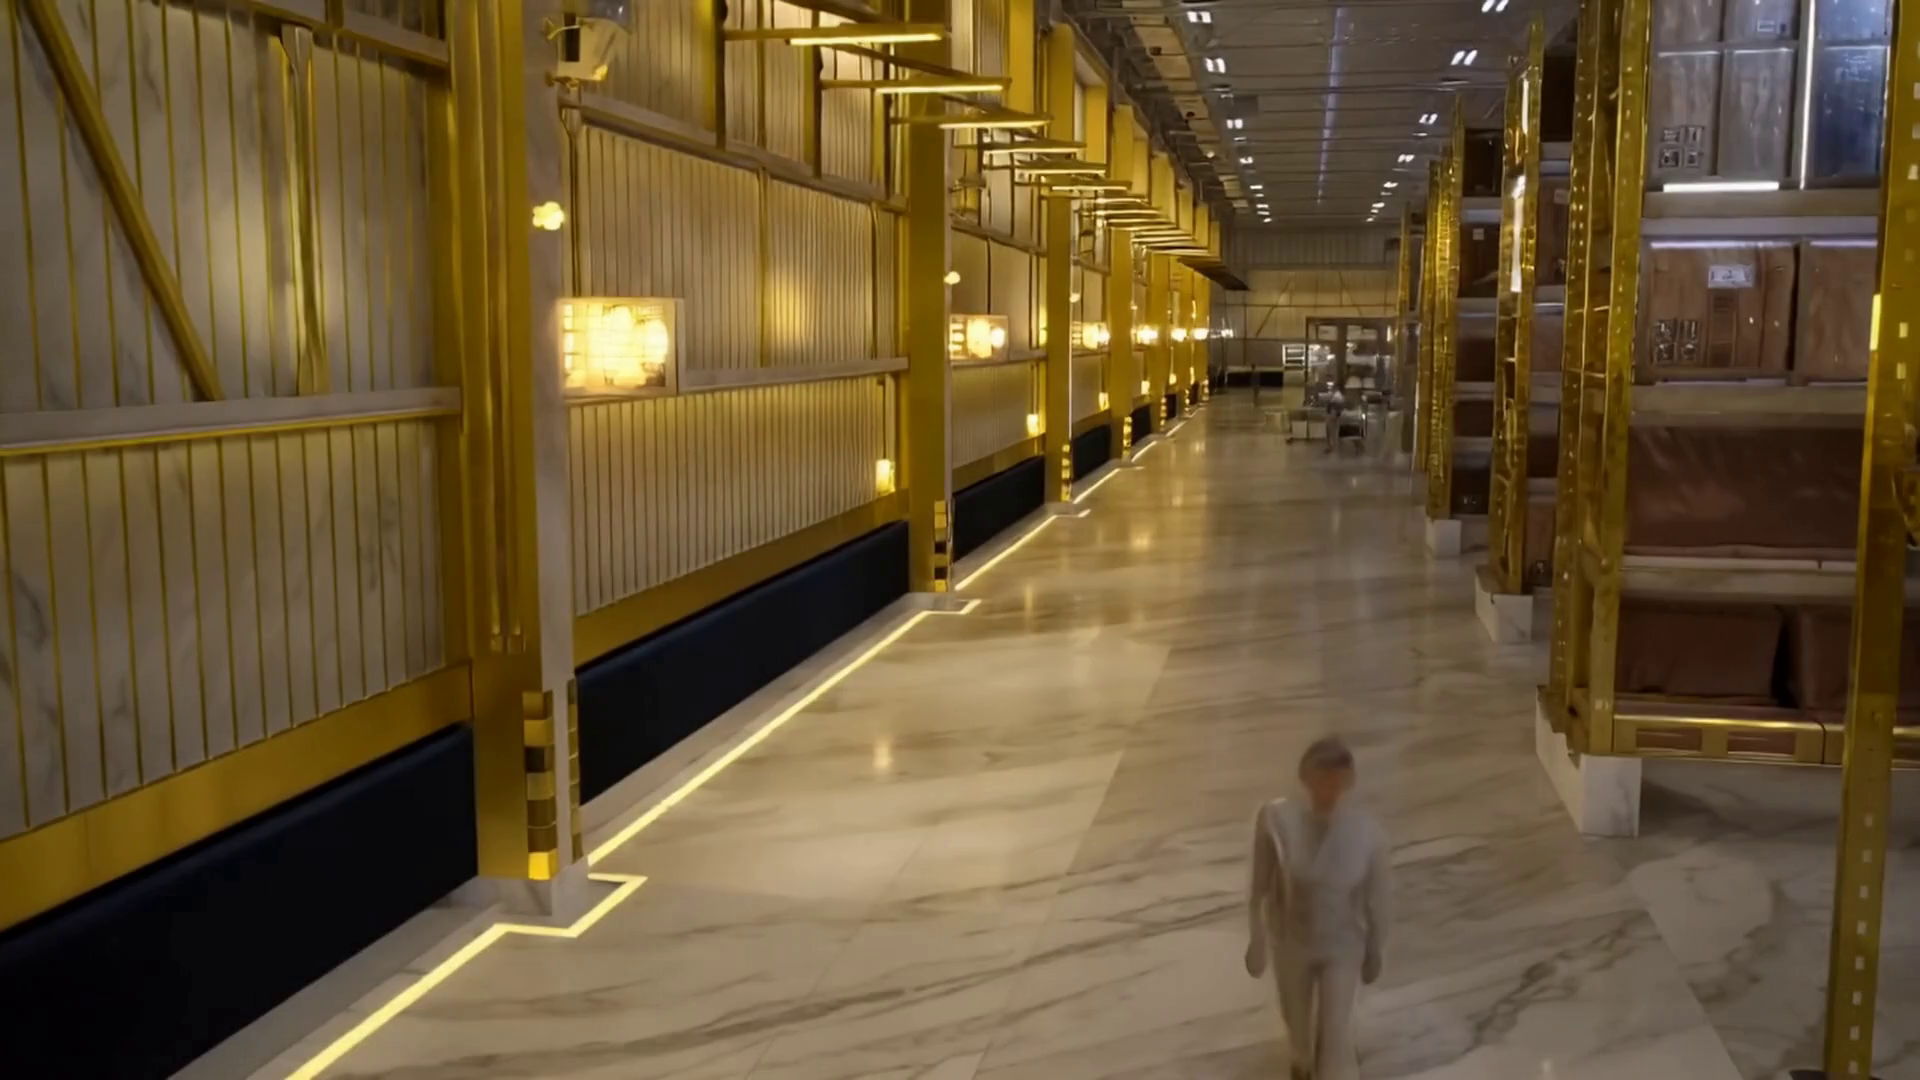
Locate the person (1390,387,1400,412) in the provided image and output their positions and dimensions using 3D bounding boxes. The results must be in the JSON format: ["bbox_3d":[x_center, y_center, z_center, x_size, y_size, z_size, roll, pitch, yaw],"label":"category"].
[{"bbox_3d":[10.515,-2.771,39.511,0.545,1.886,0.660,-5,9,-36],"label":"person"}]

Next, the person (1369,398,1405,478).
[{"bbox_3d":[9.141,-2.164,35.389,0.496,1.702,0.812,-7,10,-42],"label":"person"}]

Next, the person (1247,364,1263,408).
[{"bbox_3d":[11.989,-6.233,67.509,0.633,1.811,0.532,0,7,0],"label":"person"}]

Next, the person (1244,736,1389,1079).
[{"bbox_3d":[1.361,1.512,6.304,0.513,1.610,0.705,3,8,21],"label":"person"}]
